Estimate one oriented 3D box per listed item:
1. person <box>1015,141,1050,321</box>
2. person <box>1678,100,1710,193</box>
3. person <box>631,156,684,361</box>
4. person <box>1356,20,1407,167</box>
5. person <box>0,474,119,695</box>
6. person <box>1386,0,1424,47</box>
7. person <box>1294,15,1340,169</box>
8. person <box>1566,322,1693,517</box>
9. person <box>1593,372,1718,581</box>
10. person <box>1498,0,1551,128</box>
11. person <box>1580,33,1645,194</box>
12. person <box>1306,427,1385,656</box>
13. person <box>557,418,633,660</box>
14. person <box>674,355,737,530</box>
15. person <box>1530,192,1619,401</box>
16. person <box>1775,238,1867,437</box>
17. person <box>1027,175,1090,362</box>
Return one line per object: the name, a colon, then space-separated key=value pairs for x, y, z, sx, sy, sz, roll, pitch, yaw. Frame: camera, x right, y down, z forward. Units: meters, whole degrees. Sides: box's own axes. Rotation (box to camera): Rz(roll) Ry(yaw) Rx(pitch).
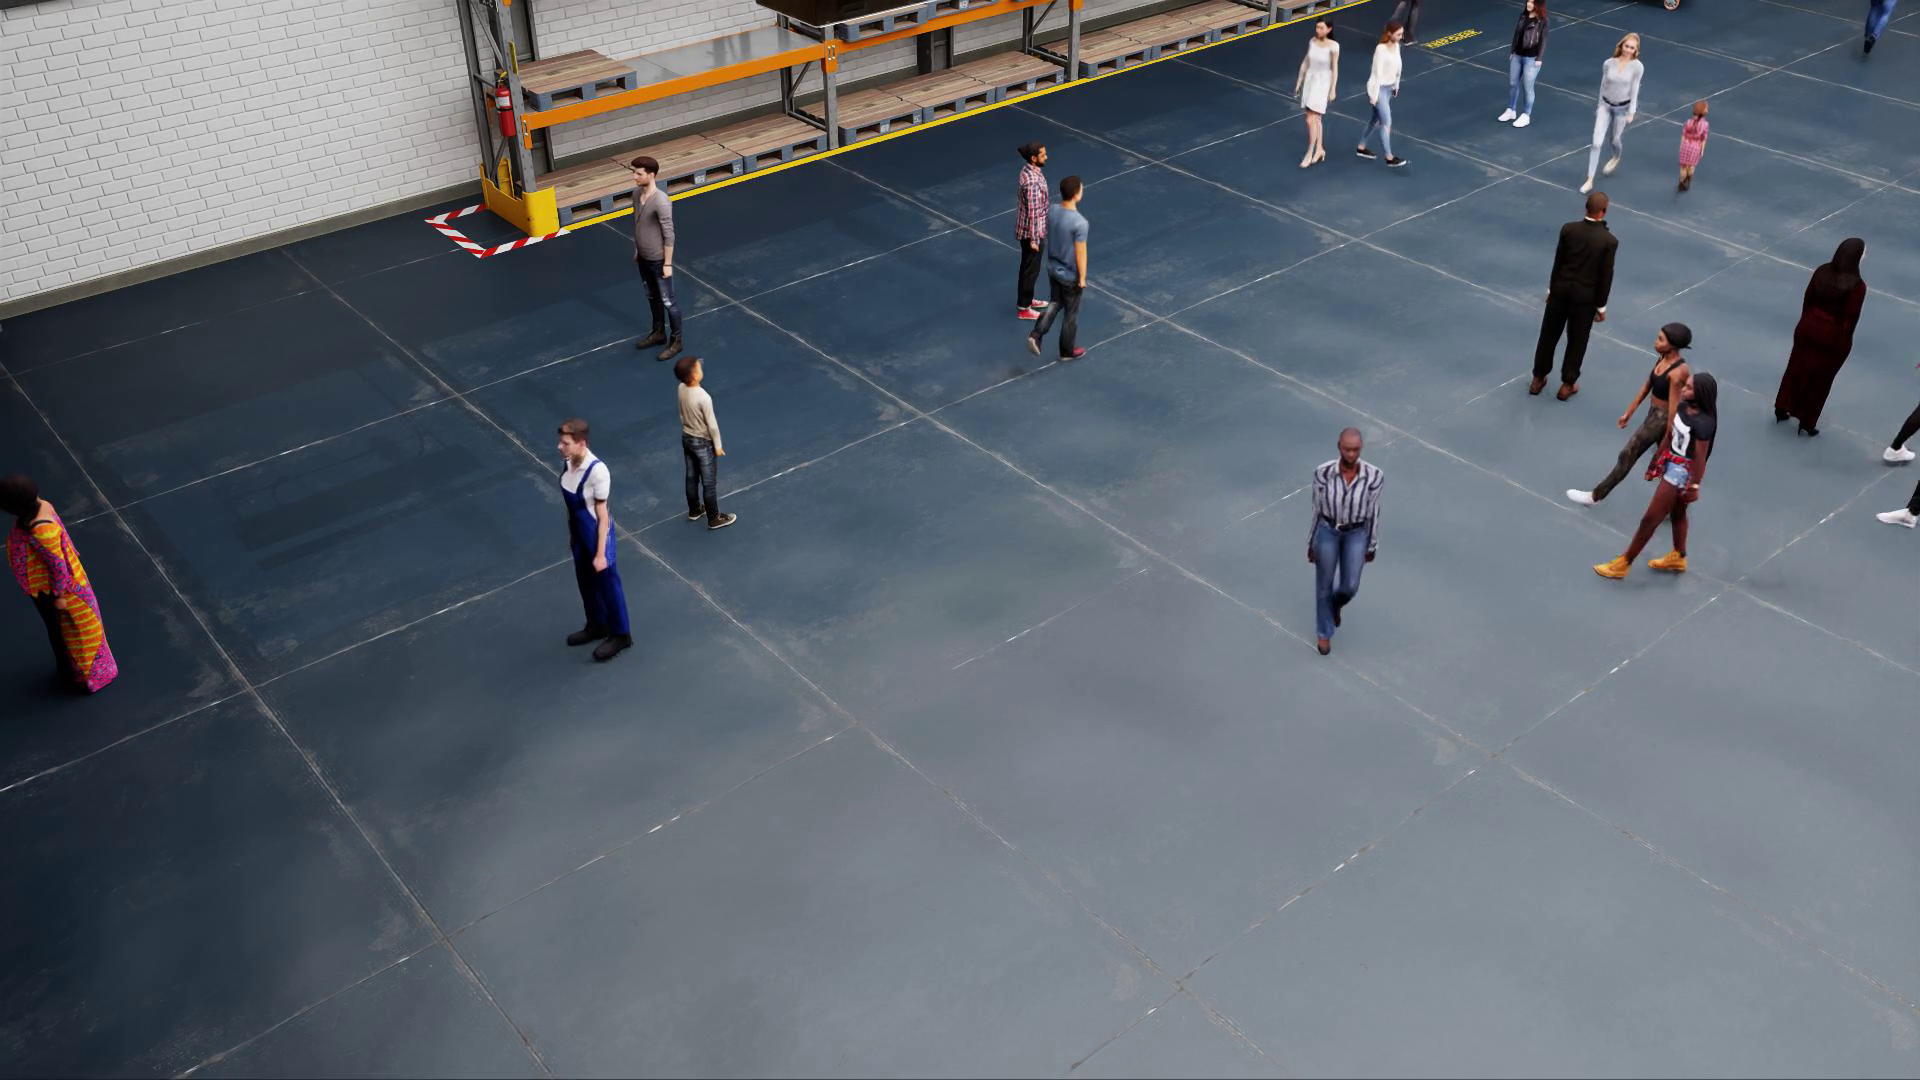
person: x=0.685 y=-2.983 z=15.953 sx=0.805 sy=1.759 sz=0.778 roll=-2 pitch=34 yaw=-3
person: x=8.274 y=-4.441 z=18.823 sx=0.585 sy=1.009 sz=0.708 roll=13 pitch=36 yaw=18
person: x=-2.788 y=-2.605 z=15.253 sx=0.696 sy=1.904 sz=0.603 roll=29 pitch=43 yaw=36
person: x=4.932 y=-5.183 z=19.357 sx=0.806 sy=1.653 sz=0.907 roll=25 pitch=41 yaw=33
person: x=-6.085 y=0.257 z=11.141 sx=0.647 sy=1.690 sz=0.642 roll=-23 pitch=40 yaw=-30
person: x=6.254 y=-7.812 z=23.049 sx=0.897 sy=1.946 sz=0.656 roll=-28 pitch=42 yaw=-35
person: x=4.213 y=-5.232 z=19.337 sx=0.722 sy=1.759 sz=0.620 roll=-22 pitch=40 yaw=-30
person: x=5.525 y=-0.885 z=12.893 sx=1.102 sy=1.652 sz=1.136 roll=6 pitch=34 yaw=8
person: x=5.355 y=-0.444 z=12.188 sx=1.066 sy=1.697 sz=0.980 roll=1 pitch=34 yaw=1
person: x=6.995 y=-5.943 z=20.522 sx=0.566 sy=1.630 sz=0.632 roll=-22 pitch=39 yaw=-29
person: x=7.412 y=-4.841 z=18.749 sx=0.772 sy=1.758 sz=1.210 roll=25 pitch=41 yaw=32
person: x=2.617 y=-0.039 z=11.505 sx=0.818 sy=1.780 sz=0.875 roll=4 pitch=34 yaw=6
person: x=-2.517 y=-0.034 z=11.432 sx=0.600 sy=1.850 sz=0.646 roll=-27 pitch=42 yaw=-34
person: x=-2.026 y=-0.767 z=12.883 sx=0.573 sy=1.466 sz=0.556 roll=26 pitch=41 yaw=33
person: x=5.373 y=-2.134 z=14.546 sx=0.734 sy=1.902 sz=0.707 roll=22 pitch=40 yaw=30
person: x=7.297 y=-1.726 z=14.064 sx=0.707 sy=1.756 sz=0.728 roll=-14 pitch=36 yaw=-20
person: x=0.888 y=-2.421 z=15.070 sx=0.827 sy=1.800 sz=0.650 roll=-25 pitch=41 yaw=-32
